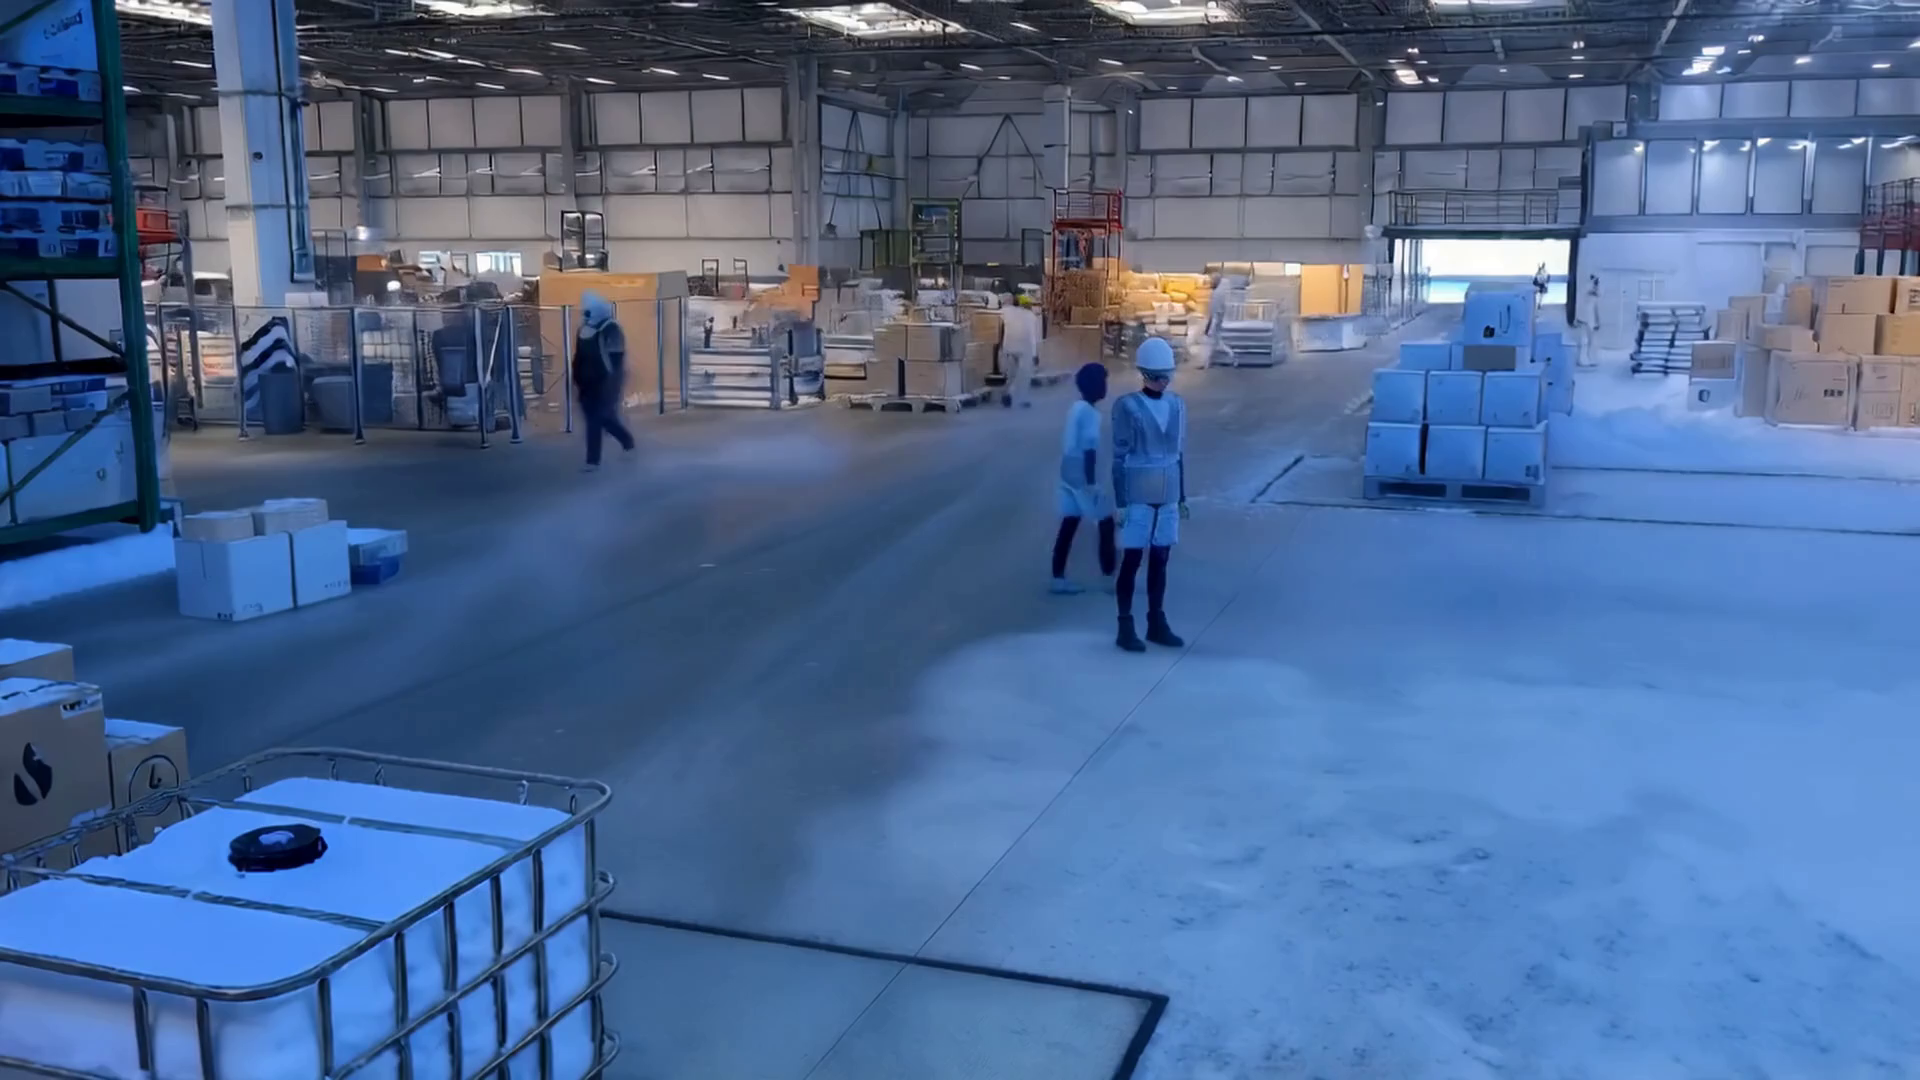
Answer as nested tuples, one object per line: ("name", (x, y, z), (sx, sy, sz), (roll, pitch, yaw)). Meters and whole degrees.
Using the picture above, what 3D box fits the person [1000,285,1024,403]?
("person", (0.893, -3.124, 26.495), (0.526, 1.876, 0.324), (5, 11, 28))

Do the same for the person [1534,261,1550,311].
("person", (22.051, -9.617, 63.042), (0.576, 1.882, 0.362), (4, 11, 20))

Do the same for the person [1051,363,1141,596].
("person", (0.983, -0.422, 11.825), (0.735, 1.665, 0.553), (-2, 10, -13))

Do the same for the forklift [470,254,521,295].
("forklift", (-17.990, -10.121, 64.684), (1.157, 1.987, 2.680), (3, 11, 17))

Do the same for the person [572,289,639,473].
("person", (-3.956, -1.755, 18.319), (0.700, 2.000, 0.668), (8, 13, 39))

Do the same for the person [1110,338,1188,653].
("person", (1.188, -0.276, 10.280), (0.551, 1.936, 0.356), (-6, 12, -31))

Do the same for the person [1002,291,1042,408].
("person", (0.936, -2.882, 25.355), (0.629, 1.802, 0.625), (6, 12, 30))

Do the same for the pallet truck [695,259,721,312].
("pallet truck", (-9.165, -9.627, 62.776), (0.823, 1.965, 1.885), (4, 11, 23))

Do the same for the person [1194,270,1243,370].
("person", (5.188, -4.379, 33.202), (0.894, 2.008, 0.595), (2, 10, 11))

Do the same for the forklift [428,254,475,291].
("forklift", (-20.133, -10.254, 65.465), (1.157, 1.987, 2.680), (3, 11, 19))

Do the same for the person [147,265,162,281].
("person", (-27.223, -8.387, 56.328), (0.612, 1.809, 0.675), (2, 10, 12))

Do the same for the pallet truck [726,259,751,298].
("pallet truck", (-7.986, -9.493, 62.019), (0.823, 1.965, 1.885), (3, 11, 17))

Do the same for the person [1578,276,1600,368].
("person", (12.865, -4.432, 33.920), (0.331, 1.859, 0.506), (-2, 10, -11))
